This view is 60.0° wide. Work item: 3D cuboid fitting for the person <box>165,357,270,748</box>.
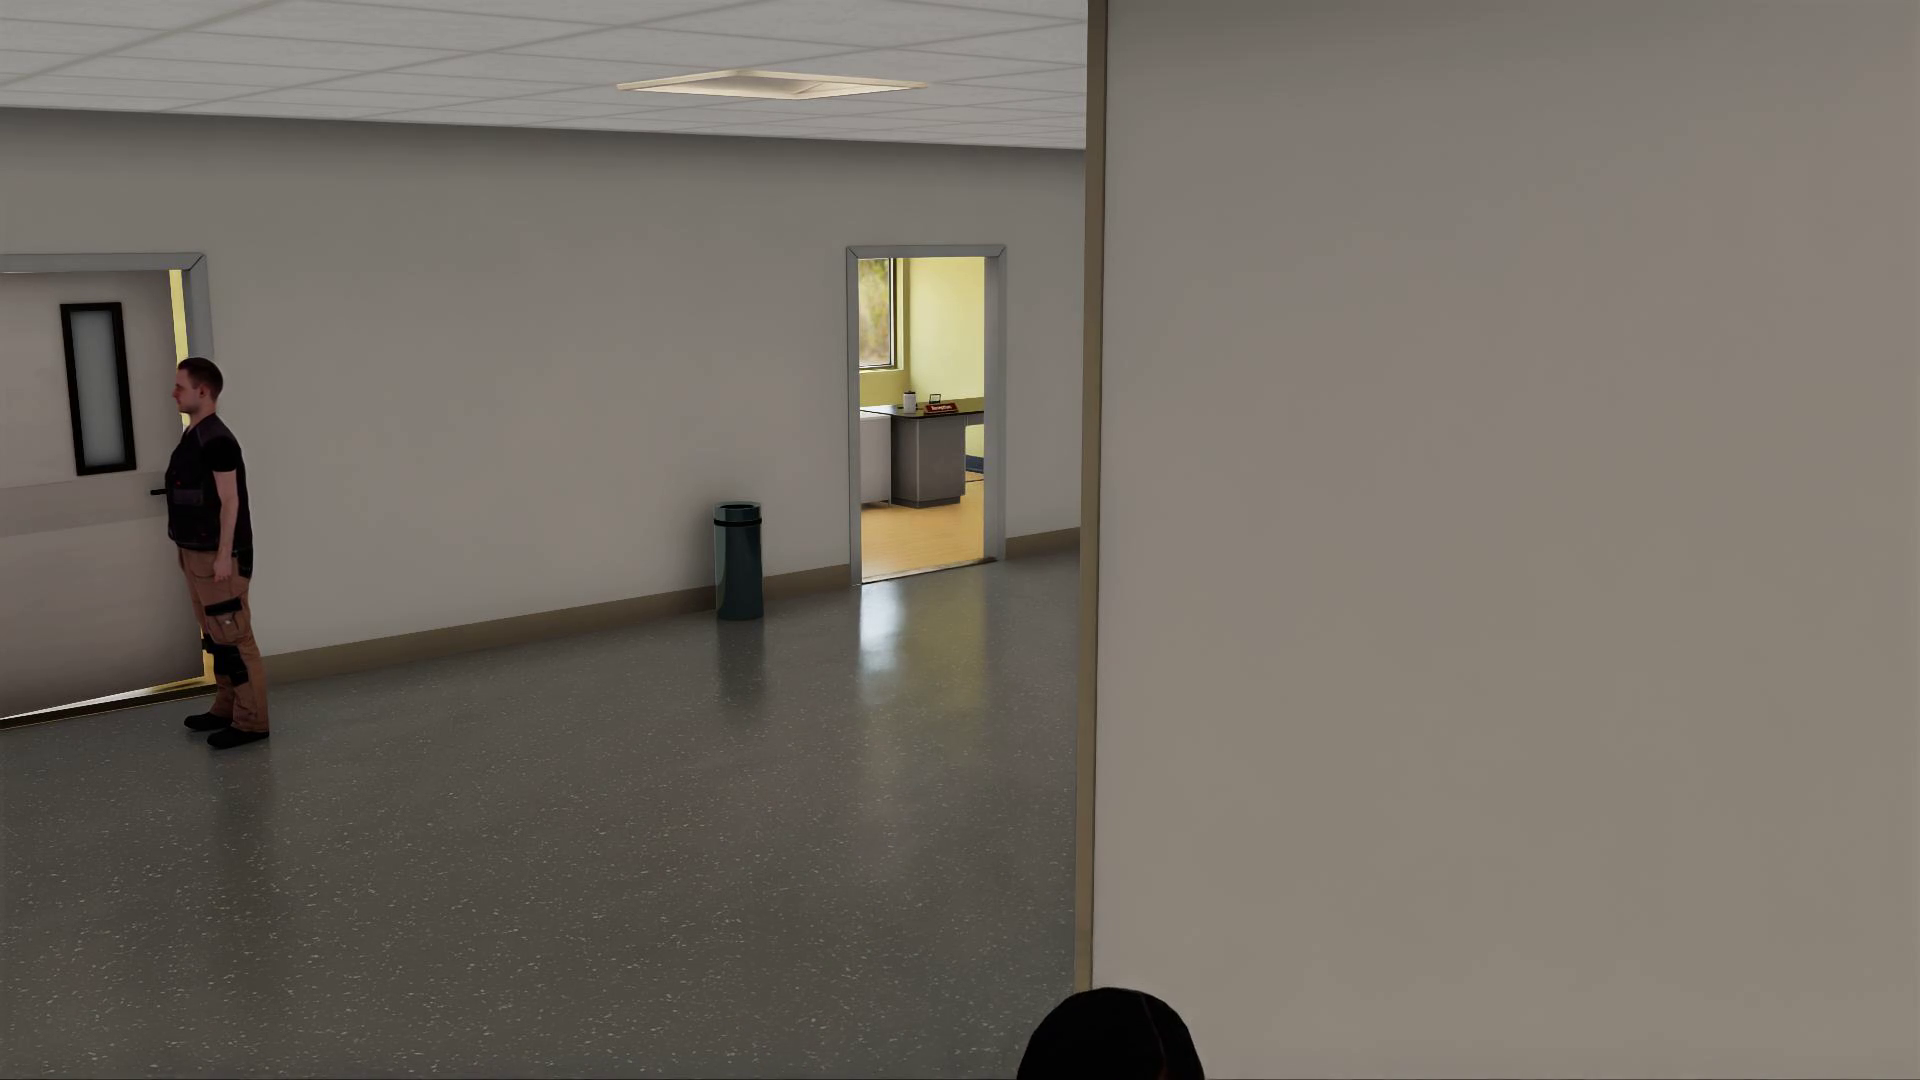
[{"bbox_3d":[-3.538,0.045,7.935,0.571,1.841,0.675,-8,14,-38],"label":"person"}]
